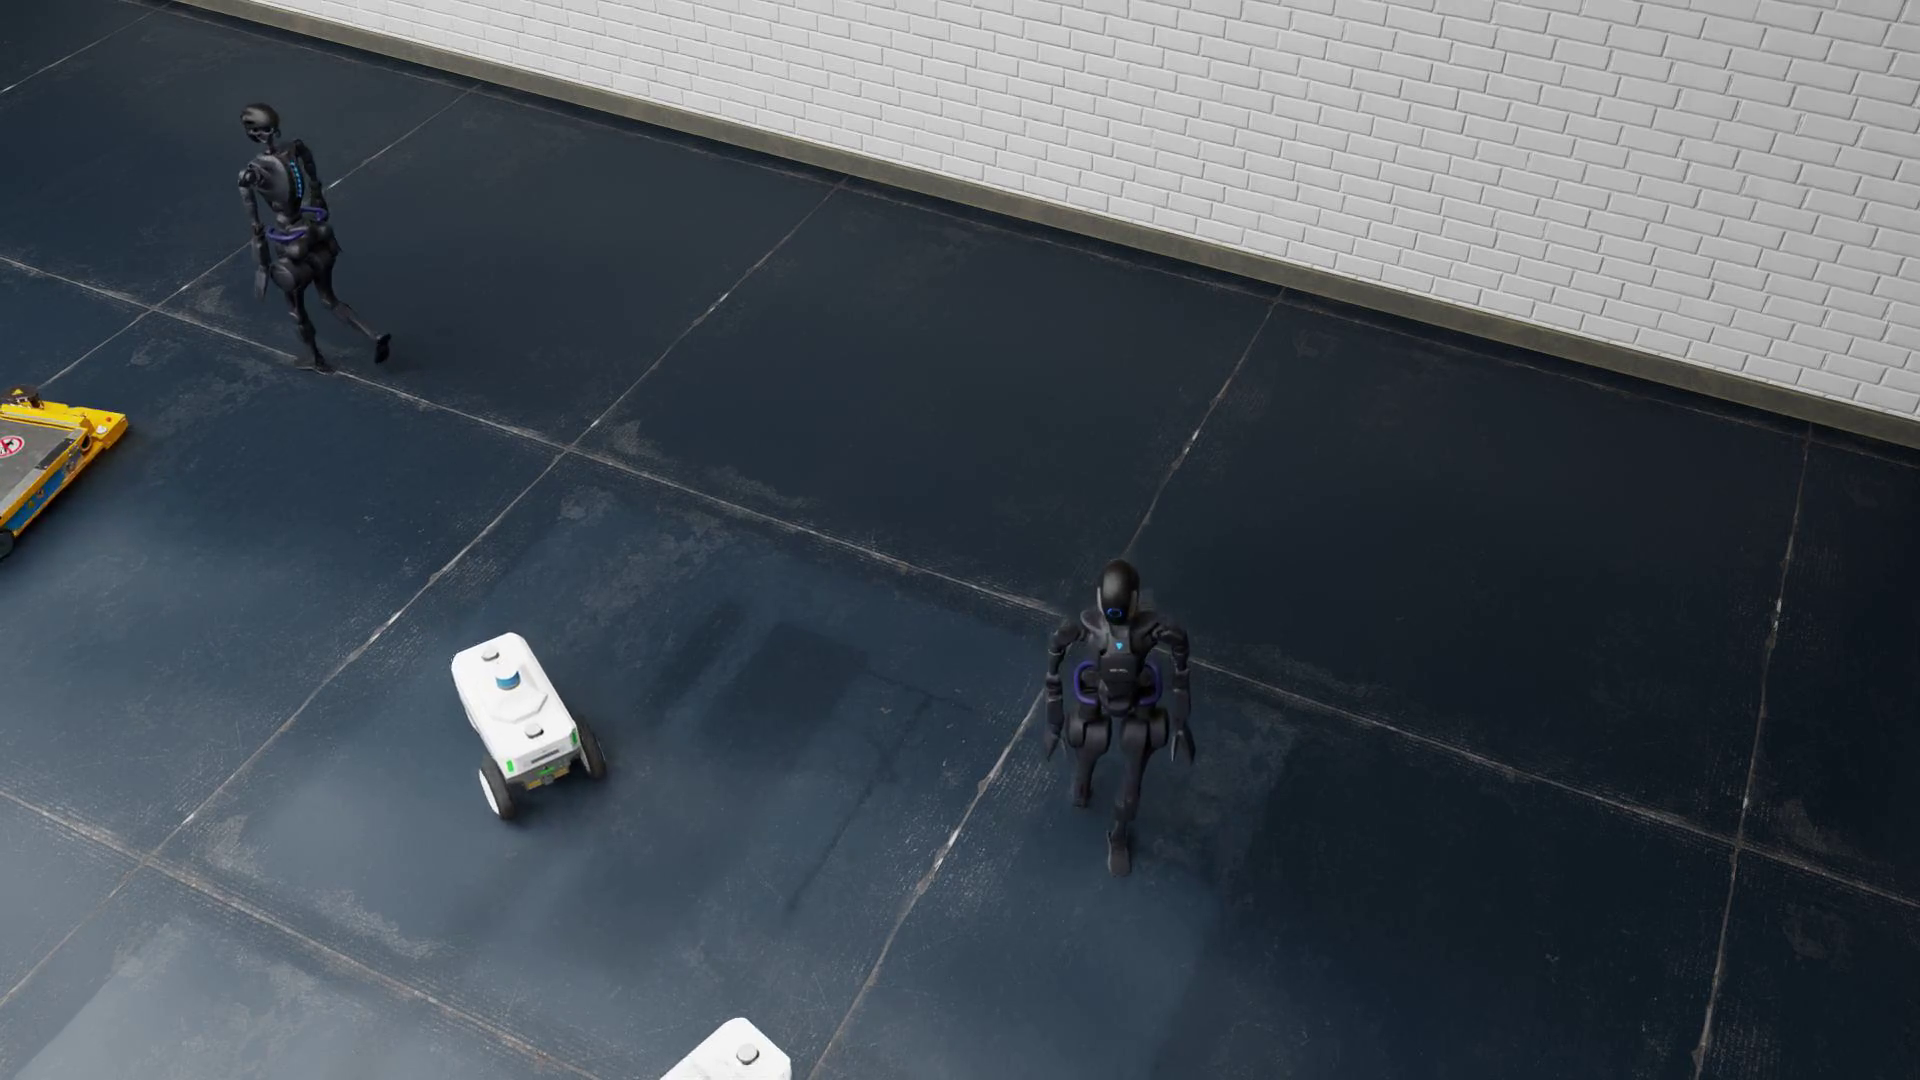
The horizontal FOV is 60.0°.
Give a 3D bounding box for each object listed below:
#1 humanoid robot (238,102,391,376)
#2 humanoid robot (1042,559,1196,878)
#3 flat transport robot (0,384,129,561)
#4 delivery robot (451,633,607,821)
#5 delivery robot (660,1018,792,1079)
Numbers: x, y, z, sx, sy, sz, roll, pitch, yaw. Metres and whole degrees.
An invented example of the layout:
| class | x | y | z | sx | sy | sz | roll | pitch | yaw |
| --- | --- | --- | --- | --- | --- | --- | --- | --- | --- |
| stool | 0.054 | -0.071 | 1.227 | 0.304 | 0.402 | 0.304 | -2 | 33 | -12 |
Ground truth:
| class | x | y | z | sx | sy | sz | roll | pitch | yaw |
| --- | --- | --- | --- | --- | --- | --- | --- | --- | --- |
| humanoid robot | -3.518 | -1.556 | 8.913 | 0.595 | 1.637 | 0.609 | 15 | 45 | 15 |
| humanoid robot | 0.630 | 0.649 | 6.524 | 0.604 | 1.646 | 0.435 | 2 | 43 | 2 |
| flat transport robot | -4.996 | -0.261 | 8.536 | 0.659 | 0.231 | 1.431 | 9 | 44 | 10 |
| delivery robot | -1.906 | 0.782 | 7.208 | 0.499 | 0.603 | 0.794 | -23 | 48 | -23 |
| delivery robot | -0.914 | 2.041 | 5.826 | 0.499 | 0.572 | 0.747 | 32 | 52 | 30 |
